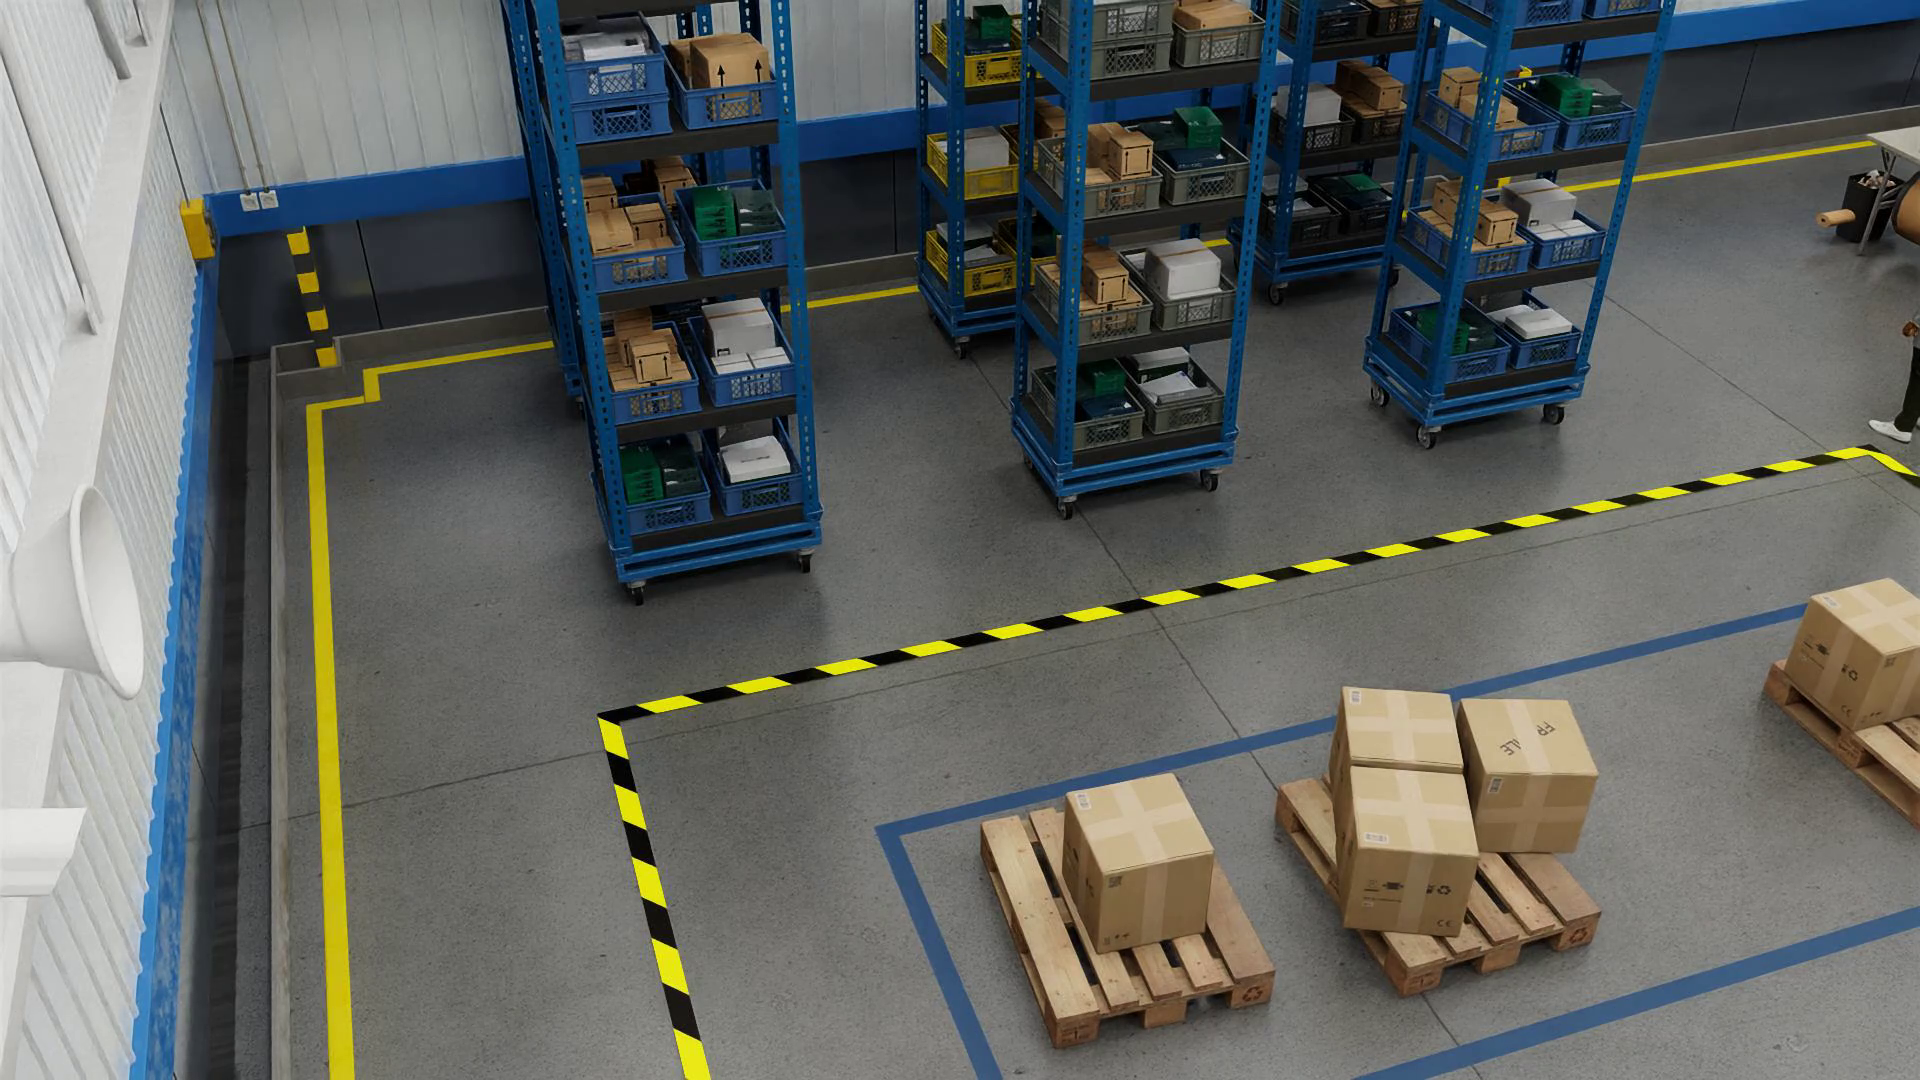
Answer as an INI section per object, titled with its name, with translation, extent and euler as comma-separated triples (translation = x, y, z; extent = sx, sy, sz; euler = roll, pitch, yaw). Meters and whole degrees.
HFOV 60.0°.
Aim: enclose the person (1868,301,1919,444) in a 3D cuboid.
[person]
translation = 6.406, -1.492, 10.801
extent = 0.587, 1.848, 0.396
euler = -11, 37, -16
